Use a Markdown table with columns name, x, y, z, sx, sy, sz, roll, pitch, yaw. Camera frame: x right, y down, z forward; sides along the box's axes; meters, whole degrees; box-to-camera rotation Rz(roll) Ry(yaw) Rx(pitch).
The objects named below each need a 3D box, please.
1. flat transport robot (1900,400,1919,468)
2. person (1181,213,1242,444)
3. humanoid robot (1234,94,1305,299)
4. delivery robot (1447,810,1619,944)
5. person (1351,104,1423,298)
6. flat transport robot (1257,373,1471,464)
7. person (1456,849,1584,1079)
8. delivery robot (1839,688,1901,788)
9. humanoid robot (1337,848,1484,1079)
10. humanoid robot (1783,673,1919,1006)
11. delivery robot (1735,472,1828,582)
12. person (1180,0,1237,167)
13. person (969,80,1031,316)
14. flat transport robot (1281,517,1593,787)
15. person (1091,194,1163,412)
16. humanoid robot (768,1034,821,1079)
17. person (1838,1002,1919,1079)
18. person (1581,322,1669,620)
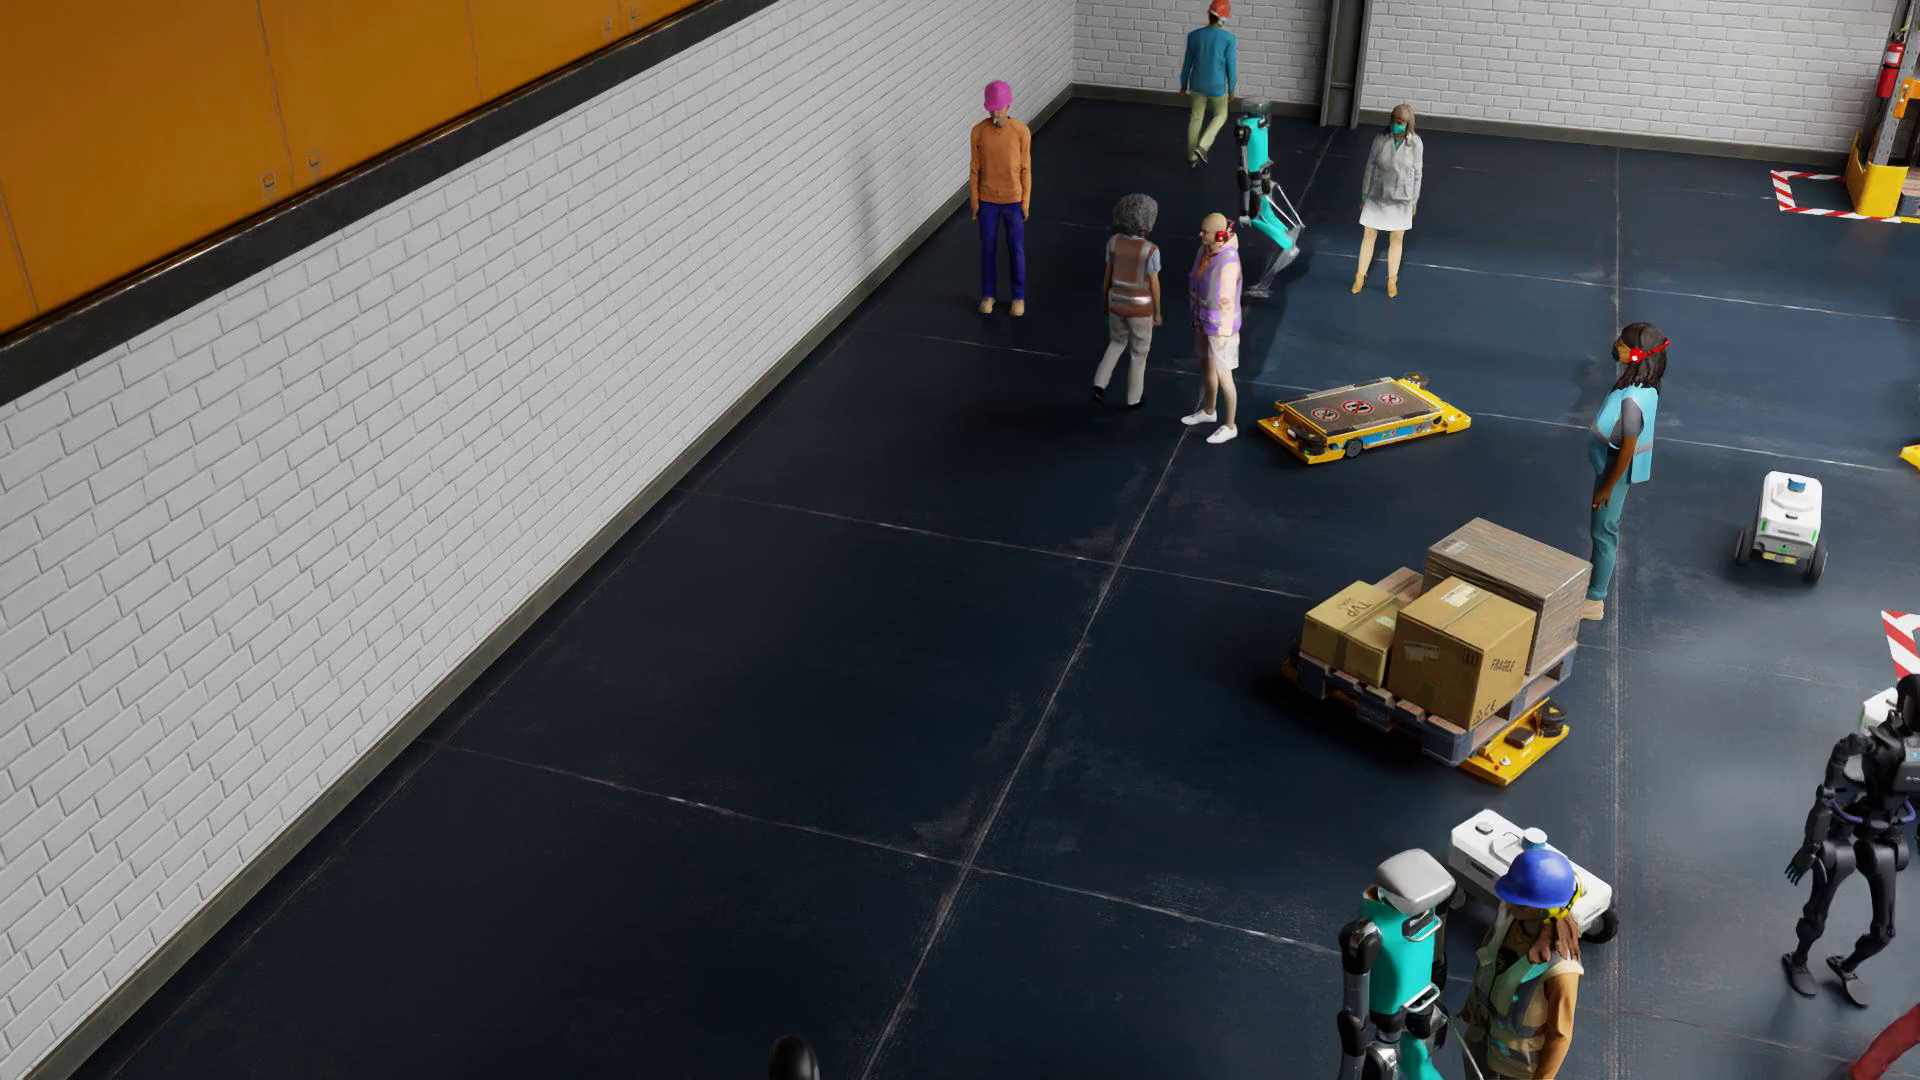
| name | x | y | z | sx | sy | sz | roll | pitch | yaw |
| --- | --- | --- | --- | --- | --- | --- | --- | --- | --- |
| flat transport robot | 7.437 | -0.612 | 11.667 | 1.431 | 0.231 | 0.659 | -10 | 32 | -16 |
| person | 1.802 | -1.512 | 11.808 | 0.358 | 1.681 | 0.495 | -12 | 33 | -20 |
| humanoid robot | 2.630 | -2.816 | 13.885 | 0.751 | 1.711 | 0.530 | 17 | 35 | 27 |
| delivery robot | 2.601 | 1.589 | 7.635 | 0.499 | 0.589 | 0.785 | -21 | 36 | -31 |
| person | 3.648 | -2.880 | 14.146 | 0.485 | 1.662 | 0.342 | 9 | 32 | 15 |
| flat transport robot | 2.953 | -0.890 | 12.140 | 1.431 | 0.231 | 0.659 | -13 | 33 | -21 |
| person | 1.978 | 1.824 | 6.031 | 0.310 | 1.777 | 0.483 | -8 | 32 | -14 |
| delivery robot | 4.951 | 1.082 | 8.521 | 0.499 | 0.614 | 0.790 | -18 | 35 | -28 |
| humanoid robot | 1.661 | 1.945 | 5.907 | 0.558 | 1.833 | 0.711 | -23 | 37 | -33 |
| humanoid robot | 3.842 | 1.280 | 7.053 | 0.600 | 1.649 | 0.338 | -1 | 30 | -1 |
| delivery robot | 5.245 | -0.122 | 10.550 | 0.499 | 0.593 | 0.789 | 13 | 33 | 21 |
| person | 2.565 | -4.703 | 17.176 | 0.634 | 1.734 | 0.427 | 18 | 35 | 27 |
| person | 0.326 | -2.821 | 13.751 | 0.517 | 1.973 | 0.401 | 5 | 31 | 8 |
| flat transport robot | 2.556 | 0.843 | 9.192 | 0.659 | 0.231 | 1.431 | -26 | 39 | -37 |
| person | 1.241 | -1.695 | 12.116 | 0.452 | 1.678 | 0.417 | 20 | 36 | 31 |
| humanoid robot | -0.498 | 2.270 | 5.385 | 0.601 | 1.638 | 0.660 | -12 | 32 | -19 |
| person | 4.081 | 1.626 | 6.430 | 0.937 | 1.705 | 0.527 | 2 | 30 | 3 |
| person | 3.820 | -0.398 | 9.727 | 0.391 | 1.866 | 0.519 | 11 | 32 | 17 |
